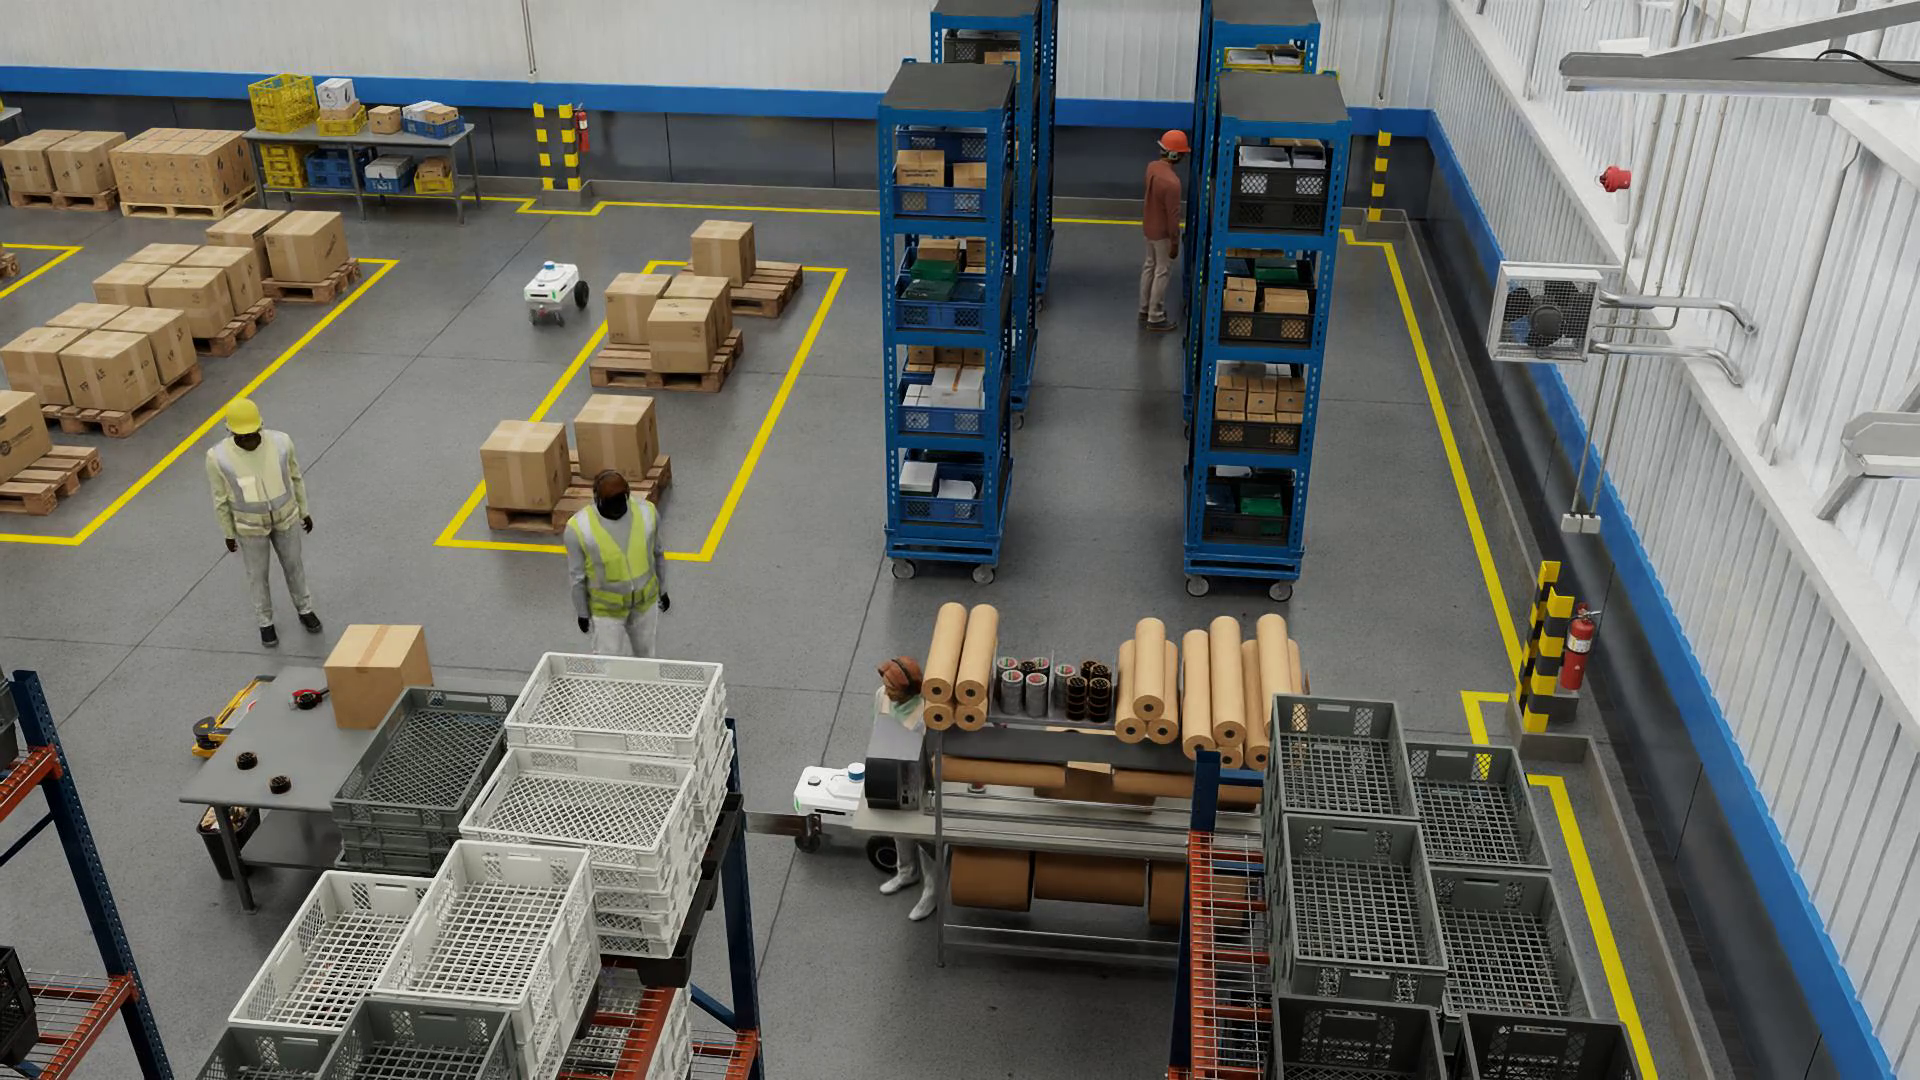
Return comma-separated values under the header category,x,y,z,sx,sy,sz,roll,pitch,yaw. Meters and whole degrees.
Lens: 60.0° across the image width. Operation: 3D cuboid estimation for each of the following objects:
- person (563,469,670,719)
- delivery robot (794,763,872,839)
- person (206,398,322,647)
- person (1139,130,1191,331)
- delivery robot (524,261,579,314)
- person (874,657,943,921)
category,x,y,z,sx,sy,sz,roll,pitch,yaw
person,-2.117,0.380,10.446,0.634,1.839,0.429,-17,34,-27
delivery robot,-0.596,1.516,9.672,0.707,0.478,0.477,5,31,9
person,-4.733,-0.140,11.347,0.601,1.827,0.403,-20,36,-31
person,1.977,-2.992,16.105,0.412,1.979,0.630,-10,32,-16
delivery robot,-4.086,-2.548,16.653,0.477,0.478,0.707,4,31,7
person,-0.269,1.318,9.041,0.317,1.630,0.526,-25,38,-36
